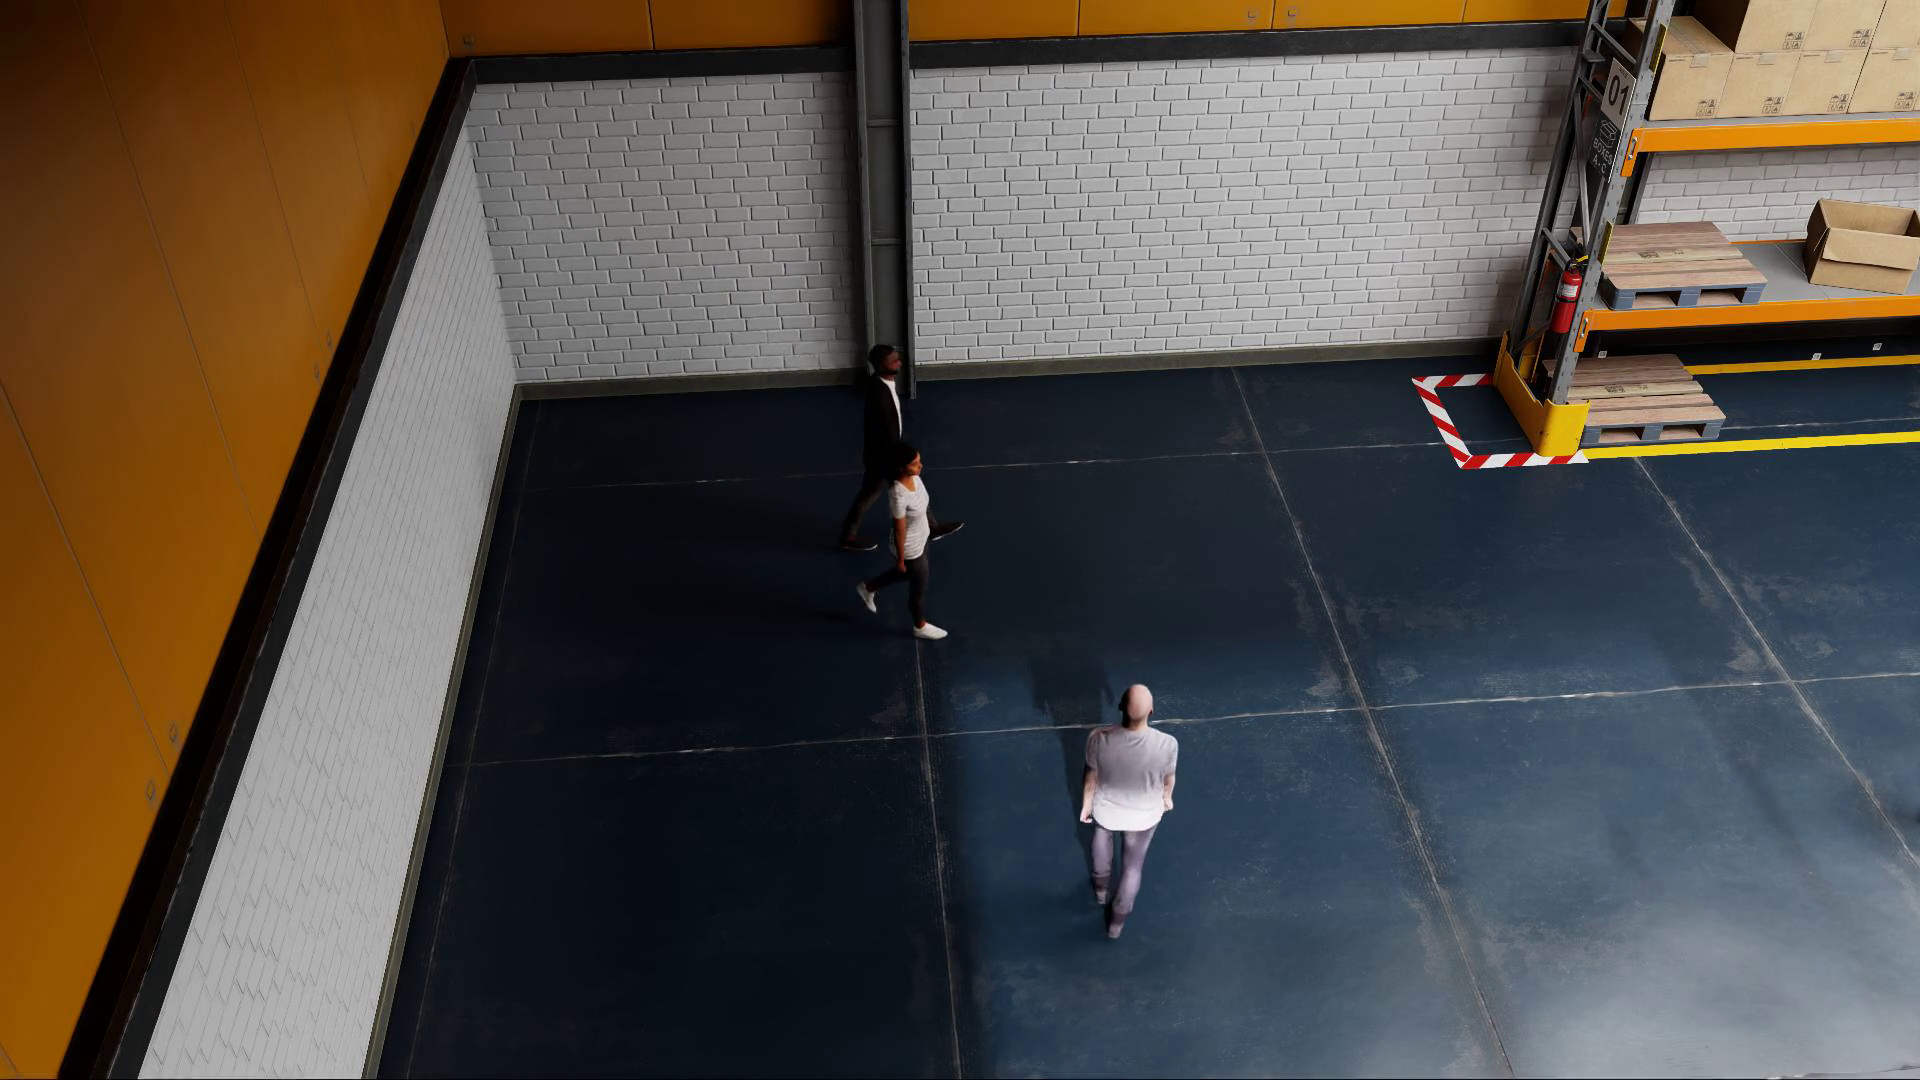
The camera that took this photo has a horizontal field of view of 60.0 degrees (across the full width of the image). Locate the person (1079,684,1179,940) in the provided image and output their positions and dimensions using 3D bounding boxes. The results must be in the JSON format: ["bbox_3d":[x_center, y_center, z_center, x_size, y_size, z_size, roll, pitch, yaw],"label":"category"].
[{"bbox_3d":[0.912,1.576,9.296,0.757,1.812,0.824,7,39,9],"label":"person"}]

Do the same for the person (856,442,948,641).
[{"bbox_3d":[-0.426,0.012,11.400,0.985,1.630,0.748,9,39,11],"label":"person"}]

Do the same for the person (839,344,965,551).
[{"bbox_3d":[-0.641,-0.607,12.079,1.213,1.749,0.807,3,39,4],"label":"person"}]
